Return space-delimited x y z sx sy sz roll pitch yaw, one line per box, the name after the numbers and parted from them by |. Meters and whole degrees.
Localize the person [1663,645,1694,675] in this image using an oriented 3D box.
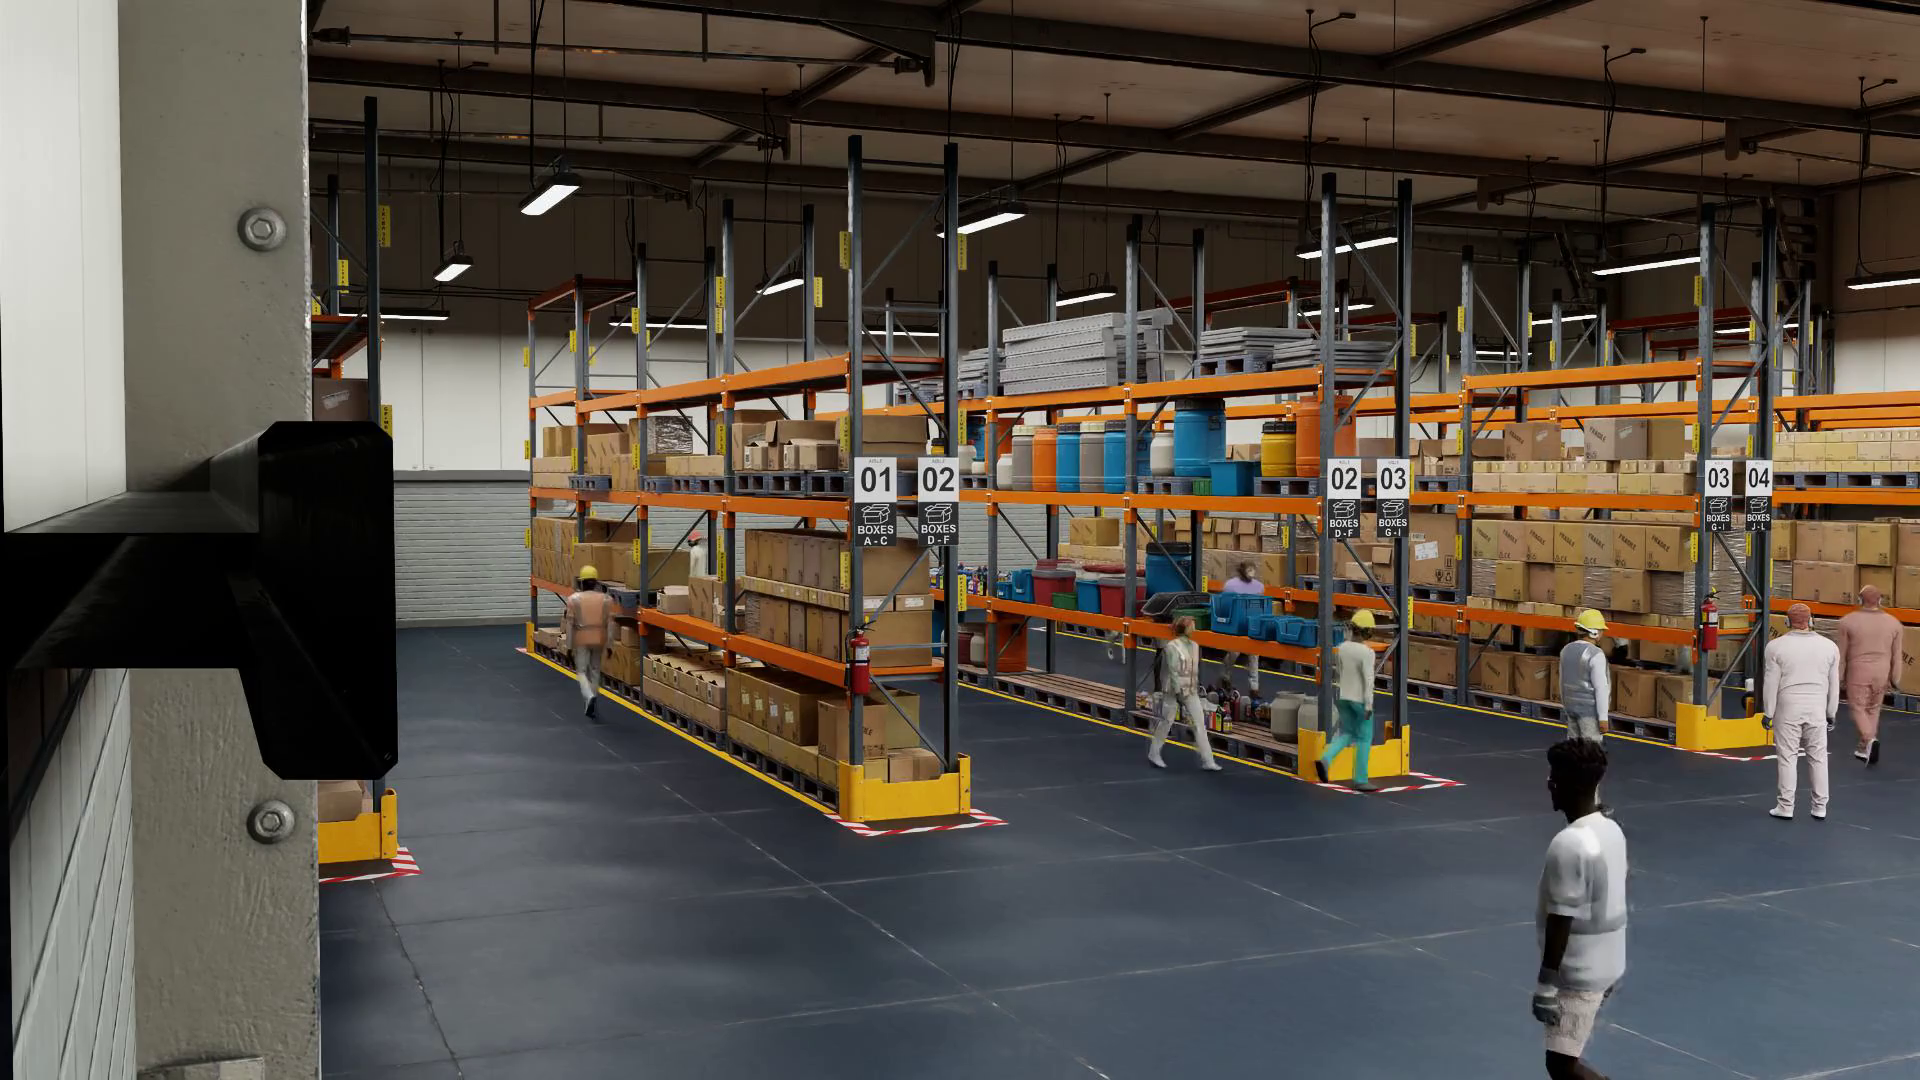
10.209 1.152 25.404 0.636 1.897 0.977 -1 2 -21 | person

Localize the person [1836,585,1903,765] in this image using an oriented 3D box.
9.543 1.409 18.812 0.647 1.880 0.828 0 2 7 | person

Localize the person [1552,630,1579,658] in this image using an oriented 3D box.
9.004 1.107 26.556 0.636 1.898 0.454 0 2 -11 | person

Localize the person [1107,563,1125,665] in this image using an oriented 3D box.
2.552 1.166 28.607 0.506 1.614 0.640 0 2 -12 | person

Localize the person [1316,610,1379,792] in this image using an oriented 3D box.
3.737 1.538 17.138 0.542 1.747 0.531 -1 2 -26 | person

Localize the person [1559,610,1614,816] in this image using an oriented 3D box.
5.653 1.538 16.131 0.403 1.827 0.601 -1 2 -16 | person

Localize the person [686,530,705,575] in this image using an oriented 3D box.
-4.972 0.783 34.173 0.944 1.963 0.606 0 2 7 | person

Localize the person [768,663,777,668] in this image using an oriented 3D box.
-2.922 1.074 27.027 0.577 1.918 0.701 -2 3 -37 | person

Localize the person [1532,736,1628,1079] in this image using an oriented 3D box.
2.687 1.810 7.603 0.720 1.944 0.619 2 3 35 | person

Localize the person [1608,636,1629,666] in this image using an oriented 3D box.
9.403 1.253 25.318 0.547 1.678 0.536 -2 3 -45 | person

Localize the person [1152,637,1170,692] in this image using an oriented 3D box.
2.870 1.160 24.607 0.552 1.937 0.356 -1 2 -27 | person

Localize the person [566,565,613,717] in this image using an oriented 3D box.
-4.593 1.268 22.266 0.591 1.909 0.623 -1 2 -26 | person

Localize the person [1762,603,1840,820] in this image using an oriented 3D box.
7.416 1.513 15.843 0.645 1.905 0.400 0 2 5 | person

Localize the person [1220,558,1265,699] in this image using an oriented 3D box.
3.840 1.185 24.466 0.634 1.910 0.903 -1 2 -13 | person

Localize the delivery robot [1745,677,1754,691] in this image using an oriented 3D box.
10.385 1.887 22.761 0.707 0.478 0.477 2 3 43 | delivery robot

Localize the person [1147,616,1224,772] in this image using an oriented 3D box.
2.277 1.570 18.412 0.514 1.595 0.873 -2 3 -41 | person
